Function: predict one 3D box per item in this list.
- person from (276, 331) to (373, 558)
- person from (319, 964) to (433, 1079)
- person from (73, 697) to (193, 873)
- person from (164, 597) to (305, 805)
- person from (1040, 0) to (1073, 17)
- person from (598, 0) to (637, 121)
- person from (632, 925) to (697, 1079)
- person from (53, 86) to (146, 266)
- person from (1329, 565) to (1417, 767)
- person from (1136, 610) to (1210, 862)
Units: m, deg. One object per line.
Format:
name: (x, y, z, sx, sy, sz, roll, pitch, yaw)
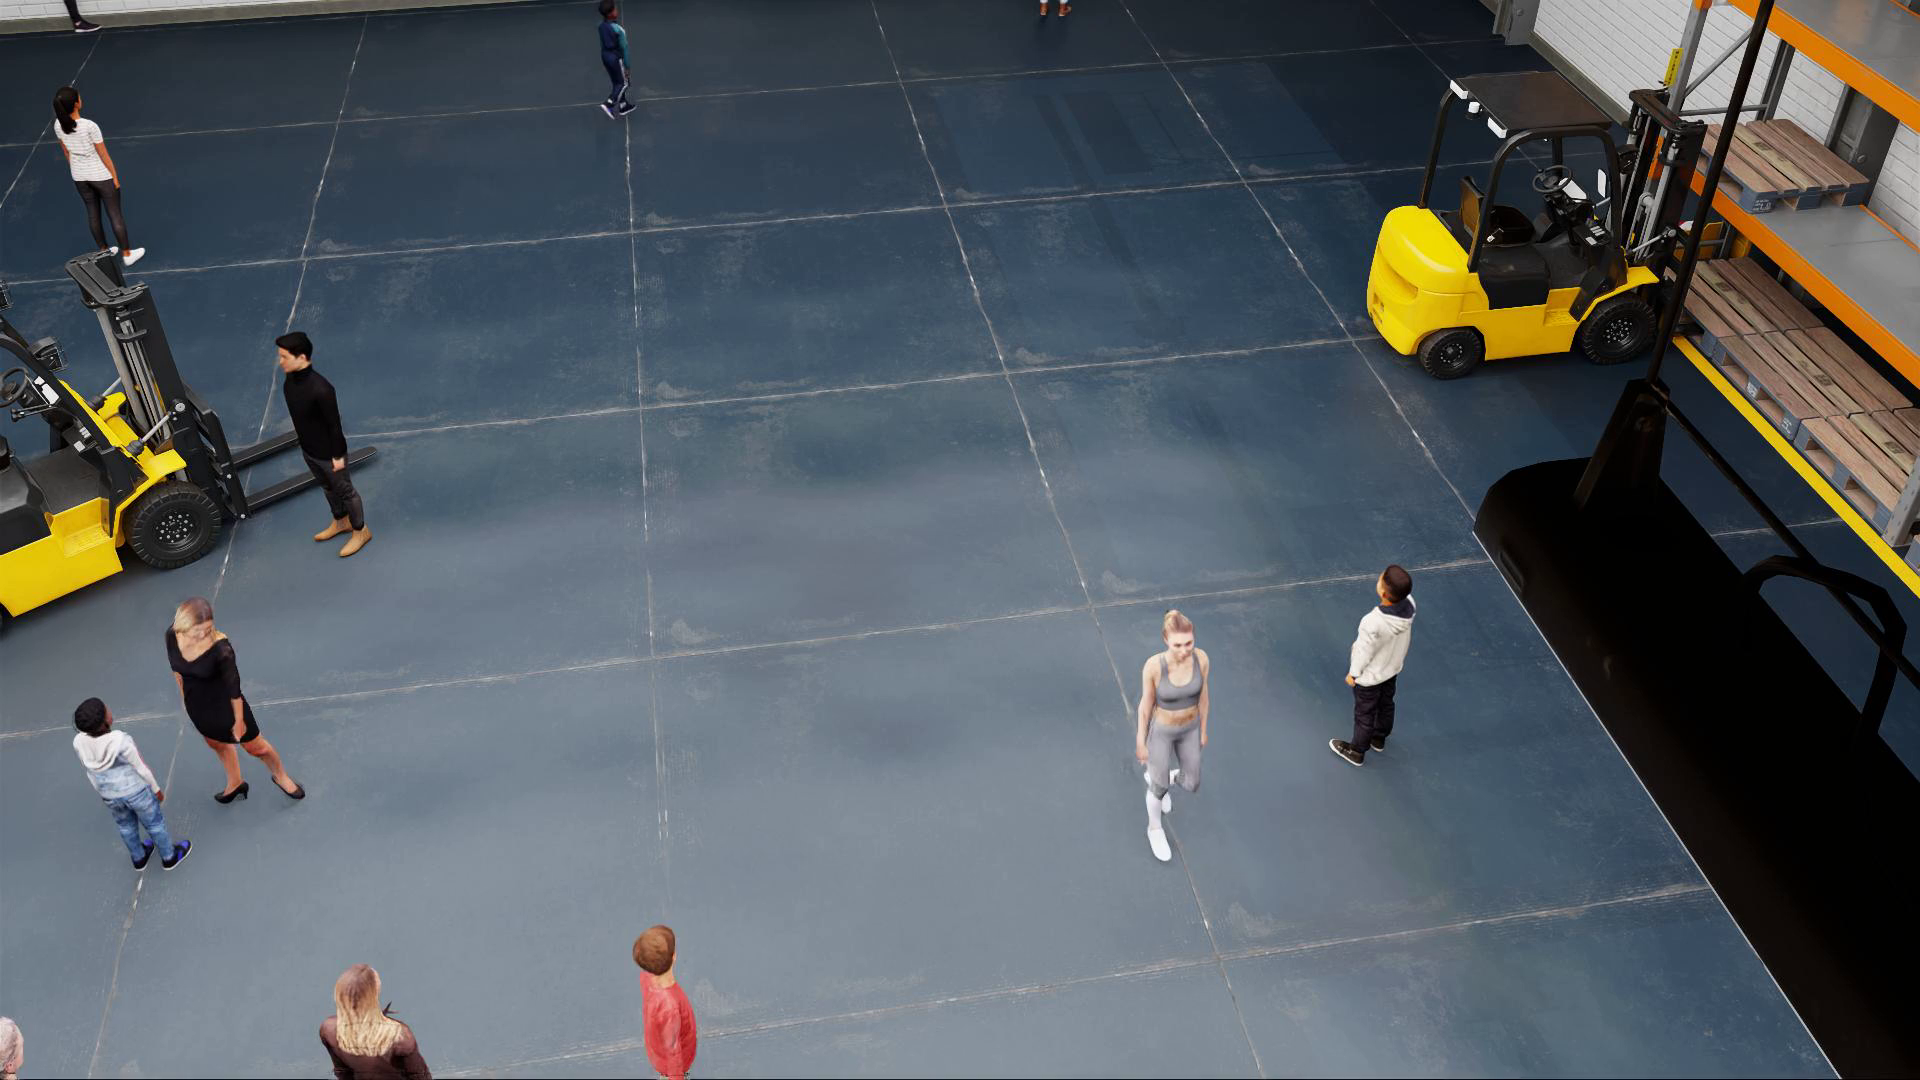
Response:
person: (-4.416, -0.683, 11.503, 0.700, 1.723, 0.778, 27, 46, 30)
person: (-2.569, 2.580, 7.446, 0.797, 1.687, 0.951, 7, 39, 9)
person: (-4.676, 1.375, 9.297, 0.520, 1.260, 0.532, 1, 39, 1)
person: (-4.295, 0.927, 9.539, 0.743, 1.657, 0.699, 20, 43, 24)
person: (1.110, -7.032, 19.362, 0.740, 1.836, 0.731, 12, 40, 14)
person: (-3.611, -4.971, 17.252, 0.756, 1.249, 0.815, 23, 44, 27)
person: (-1.387, 2.443, 7.845, 0.782, 1.403, 0.518, -8, 39, -10)
person: (-7.685, -3.222, 14.746, 0.615, 1.644, 0.593, 4, 39, 5)
person: (2.502, 0.746, 9.929, 0.660, 1.454, 0.659, -25, 45, -28)
person: (1.159, 1.040, 9.370, 0.636, 1.693, 0.772, -11, 40, -14)
